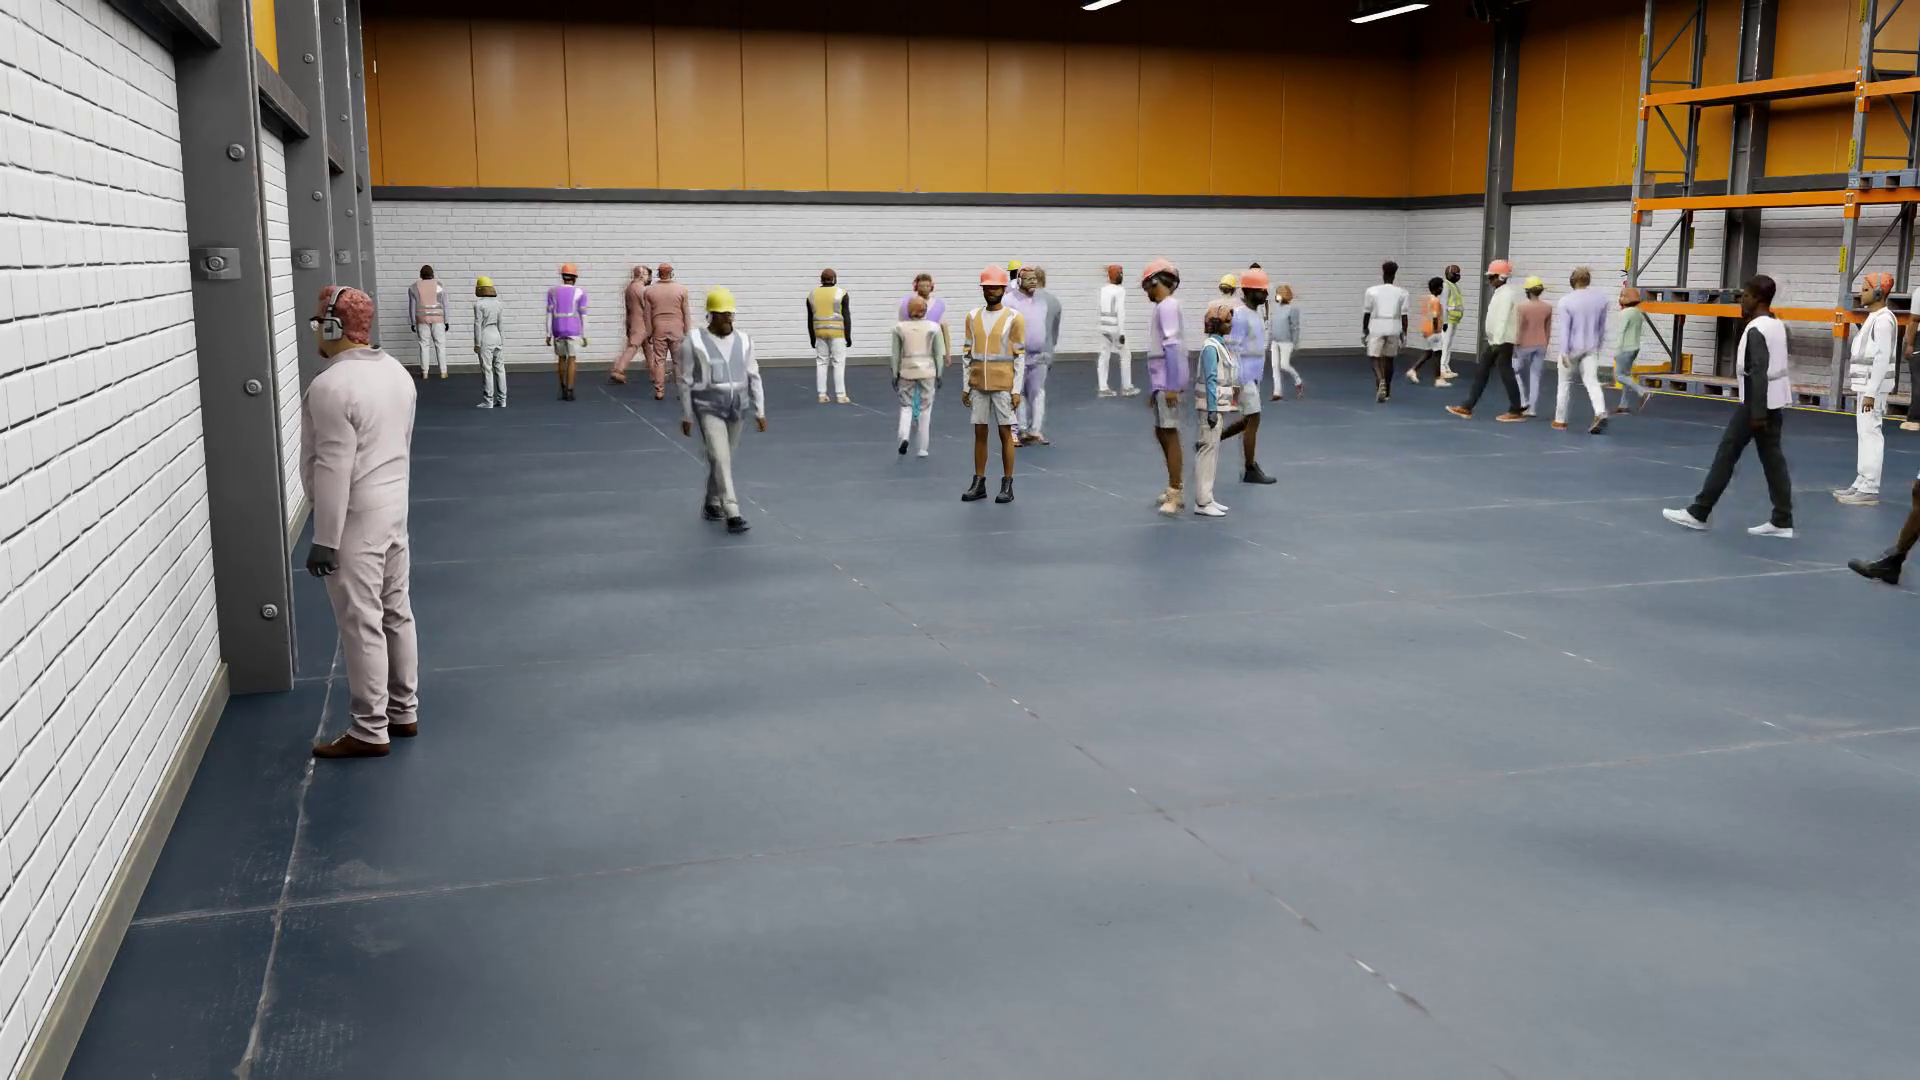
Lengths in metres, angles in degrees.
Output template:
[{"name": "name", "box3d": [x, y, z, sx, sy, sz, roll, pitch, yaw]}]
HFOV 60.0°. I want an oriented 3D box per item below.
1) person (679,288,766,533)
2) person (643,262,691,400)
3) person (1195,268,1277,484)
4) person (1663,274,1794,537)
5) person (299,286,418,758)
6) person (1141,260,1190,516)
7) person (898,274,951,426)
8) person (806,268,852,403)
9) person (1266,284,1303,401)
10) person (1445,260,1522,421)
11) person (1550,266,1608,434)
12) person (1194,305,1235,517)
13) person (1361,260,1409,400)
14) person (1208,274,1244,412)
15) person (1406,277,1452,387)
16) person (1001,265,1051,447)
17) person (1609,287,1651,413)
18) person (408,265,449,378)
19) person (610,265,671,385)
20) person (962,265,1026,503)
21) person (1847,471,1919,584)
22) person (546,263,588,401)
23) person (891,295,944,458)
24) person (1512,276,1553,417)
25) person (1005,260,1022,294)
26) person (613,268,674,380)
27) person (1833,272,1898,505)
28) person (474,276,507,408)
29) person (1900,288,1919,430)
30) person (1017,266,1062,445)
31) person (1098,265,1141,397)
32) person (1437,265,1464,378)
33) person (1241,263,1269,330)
[{"name": "person", "box3d": [-1.764, -0.976, 12.382, 0.608, 1.784, 0.945, -7, 12, -34]}, {"name": "person", "box3d": [-4.059, -2.896, 23.122, 0.642, 1.913, 0.408, -1, 10, -4]}, {"name": "person", "box3d": [2.483, -1.464, 14.830, 0.727, 1.914, 0.550, 5, 11, 27]}, {"name": "person", "box3d": [5.676, -0.979, 12.111, 0.961, 1.871, 0.610, 8, 13, 40]}, {"name": "person", "box3d": [-2.462, -0.069, 6.773, 0.408, 1.908, 0.638, 1, 10, 8]}, {"name": "person", "box3d": [1.612, -1.199, 13.113, 0.395, 1.991, 0.756, 1, 10, 6]}, {"name": "person", "box3d": [-0.405, -2.167, 19.239, 0.590, 1.787, 0.981, -2, 10, -11]}, {"name": "person", "box3d": [-1.774, -2.776, 22.672, 0.625, 1.832, 0.428, 3, 10, 18]}, {"name": "person", "box3d": [4.489, -2.725, 22.988, 0.477, 1.620, 0.504, -7, 12, -35]}, {"name": "person", "box3d": [6.433, -2.407, 20.183, 0.908, 1.950, 0.641, 1, 10, 3]}, {"name": "person", "box3d": [7.090, -2.163, 18.927, 0.631, 1.907, 0.943, -1, 10, -8]}, {"name": "person", "box3d": [1.985, -1.010, 12.994, 0.311, 1.638, 0.522, 3, 10, 14]}, {"name": "person", "box3d": [5.876, -2.883, 22.967, 0.625, 1.941, 0.765, 1, 10, 4]}, {"name": "person", "box3d": [3.434, -2.526, 21.403, 0.522, 1.769, 0.310, 5, 11, 26]}, {"name": "person", "box3d": [7.206, -3.180, 25.438, 0.649, 1.685, 0.541, 0, 10, 2]}, {"name": "person", "box3d": [0.708, -1.940, 17.606, 0.641, 1.908, 0.407, -7, 12, -36]}, {"name": "person", "box3d": [8.509, -2.388, 21.031, 0.492, 1.617, 0.517, 10, 14, 44]}, {"name": "person", "box3d": [-8.643, -3.550, 27.111, 0.621, 1.845, 0.429, -3, 10, -18]}, {"name": "person", "box3d": [-5.026, -3.346, 25.901, 1.002, 1.861, 0.643, -5, 11, -26]}, {"name": "person", "box3d": [0.264, -1.274, 13.646, 0.545, 1.943, 0.347, 4, 11, 24]}, {"name": "person", "box3d": [5.949, -0.660, 10.179, 0.907, 1.902, 0.576, 5, 11, 26]}, {"name": "person", "box3d": [-5.439, -2.886, 23.138, 0.570, 1.891, 0.717, 0, 10, 2]}, {"name": "person", "box3d": [-0.421, -1.621, 16.584, 0.522, 1.626, 0.374, 1, 10, 6]}, {"name": "person", "box3d": [7.108, -2.407, 20.745, 0.537, 1.746, 0.391, -2, 10, -12]}, {"name": "person", "box3d": [0.926, -3.708, 27.783, 0.374, 1.923, 0.595, 8, 13, 40]}, {"name": "person", "box3d": [-5.146, -3.467, 26.769, 1.044, 1.796, 0.513, -2, 10, -9]}, {"name": "person", "box3d": [7.397, -1.224, 13.532, 0.356, 1.883, 0.573, 4, 11, 22]}, {"name": "person", "box3d": [-6.240, -2.610, 21.982, 0.322, 1.737, 0.483, 5, 11, 27]}, {"name": "person", "box3d": [11.226, -2.282, 19.194, 0.680, 2.000, 0.535, 0, 10, -2]}, {"name": "person", "box3d": [0.774, -1.968, 17.784, 0.718, 1.897, 0.485, -7, 12, -35]}, {"name": "person", "box3d": [2.279, -2.966, 23.668, 0.774, 1.859, 0.606, -6, 12, -32]}, {"name": "person", "box3d": [8.043, -3.586, 27.322, 0.430, 1.845, 0.624, 6, 11, 31]}, {"name": "person", "box3d": [4.944, -3.714, 27.972, 0.521, 1.874, 0.328, 2, 10, 12]}]
